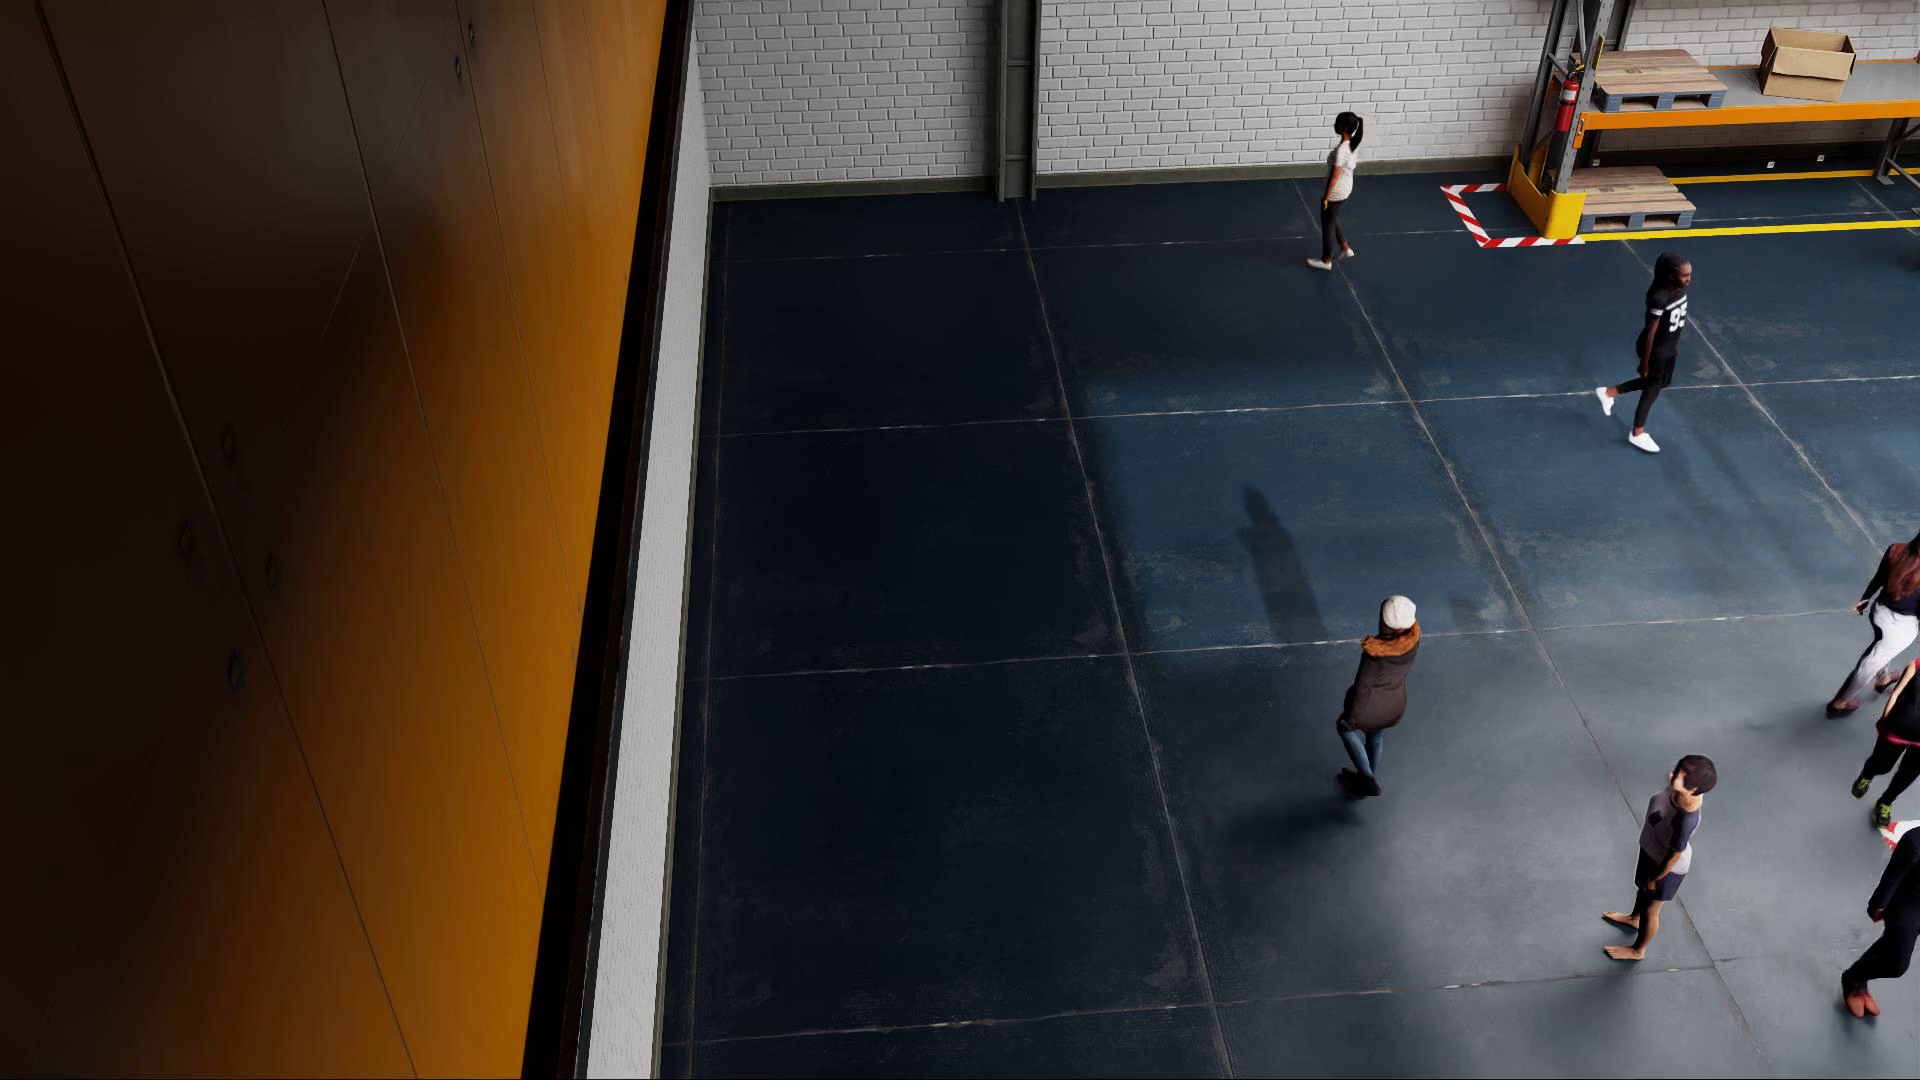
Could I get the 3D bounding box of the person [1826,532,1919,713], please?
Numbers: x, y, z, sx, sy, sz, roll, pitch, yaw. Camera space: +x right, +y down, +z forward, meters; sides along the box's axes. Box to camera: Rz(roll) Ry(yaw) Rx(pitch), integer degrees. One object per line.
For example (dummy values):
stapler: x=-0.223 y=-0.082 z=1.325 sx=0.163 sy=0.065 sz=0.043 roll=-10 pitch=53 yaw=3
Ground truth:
person: x=6.120 y=0.554 z=11.012 sx=0.958 sy=1.582 sz=0.736 roll=-11 pitch=40 yaw=-13

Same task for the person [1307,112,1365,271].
person: x=3.649 y=-3.285 z=15.777 sx=0.798 sy=1.634 sz=0.740 roll=20 pitch=43 yaw=23

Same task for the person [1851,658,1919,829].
person: x=5.942 y=1.123 z=10.338 sx=0.663 sy=1.535 sz=0.729 roll=14 pitch=41 yaw=17

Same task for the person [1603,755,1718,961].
person: x=4.006 y=1.787 z=9.481 sx=0.634 sy=1.566 sz=0.634 roll=11 pitch=40 yaw=13

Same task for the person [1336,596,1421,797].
person: x=2.643 y=1.039 z=10.371 sx=0.716 sy=1.625 sz=0.807 roll=-21 pitch=43 yaw=-24

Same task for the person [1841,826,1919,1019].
person: x=5.202 y=1.940 z=9.175 sx=0.572 sy=1.709 sz=0.731 roll=-7 pitch=39 yaw=-9

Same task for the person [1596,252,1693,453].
person: x=5.609 y=-1.569 z=13.564 sx=0.996 sy=1.715 sz=0.952 roll=31 pitch=48 yaw=33
